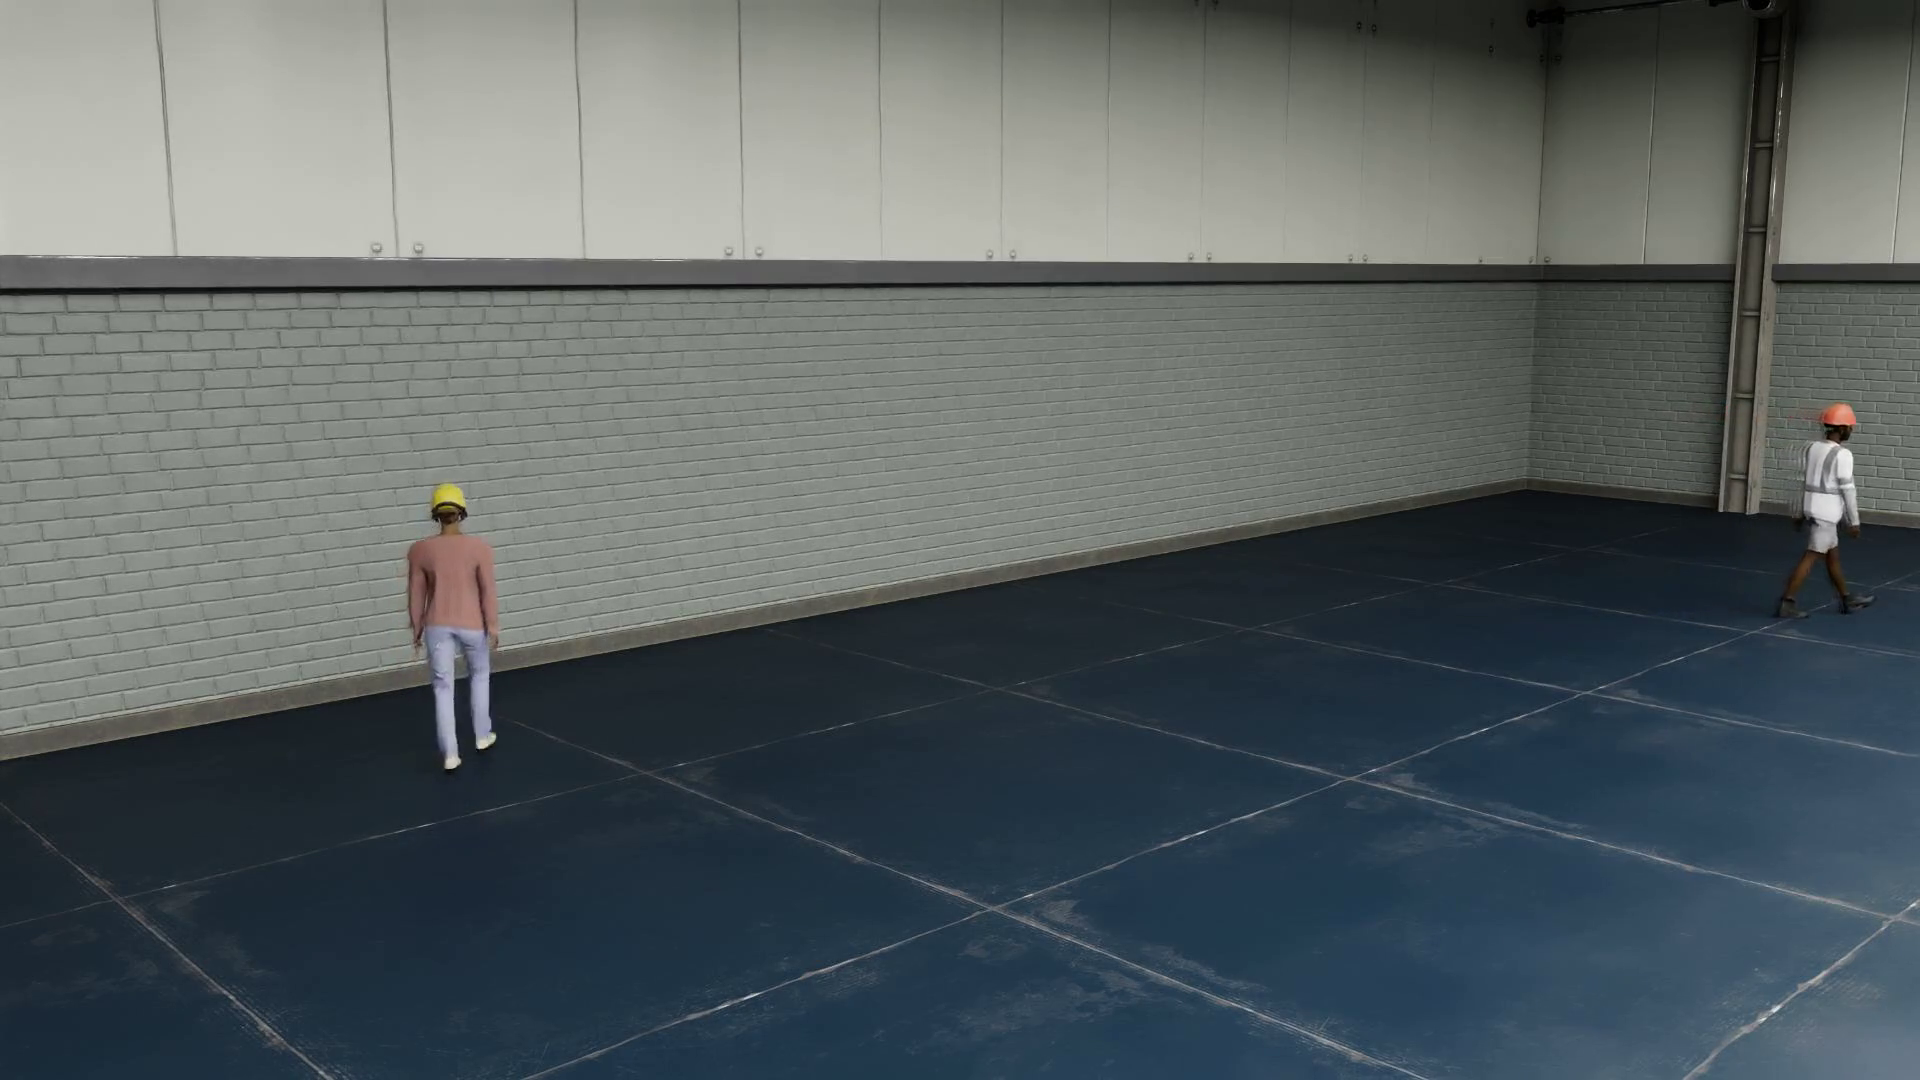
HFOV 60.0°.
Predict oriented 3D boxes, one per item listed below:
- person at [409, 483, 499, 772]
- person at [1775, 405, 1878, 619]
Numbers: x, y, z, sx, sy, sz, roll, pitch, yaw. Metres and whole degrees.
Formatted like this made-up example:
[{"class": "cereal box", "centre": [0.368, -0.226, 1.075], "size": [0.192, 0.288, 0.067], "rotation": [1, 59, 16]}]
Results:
[{"class": "person", "centre": [-3.109, 0.515, 10.278], "size": [0.543, 1.732, 0.798], "rotation": [-1, 9, -6]}, {"class": "person", "centre": [7.627, -0.240, 14.543], "size": [1.008, 1.878, 0.569], "rotation": [0, 9, -3]}]
